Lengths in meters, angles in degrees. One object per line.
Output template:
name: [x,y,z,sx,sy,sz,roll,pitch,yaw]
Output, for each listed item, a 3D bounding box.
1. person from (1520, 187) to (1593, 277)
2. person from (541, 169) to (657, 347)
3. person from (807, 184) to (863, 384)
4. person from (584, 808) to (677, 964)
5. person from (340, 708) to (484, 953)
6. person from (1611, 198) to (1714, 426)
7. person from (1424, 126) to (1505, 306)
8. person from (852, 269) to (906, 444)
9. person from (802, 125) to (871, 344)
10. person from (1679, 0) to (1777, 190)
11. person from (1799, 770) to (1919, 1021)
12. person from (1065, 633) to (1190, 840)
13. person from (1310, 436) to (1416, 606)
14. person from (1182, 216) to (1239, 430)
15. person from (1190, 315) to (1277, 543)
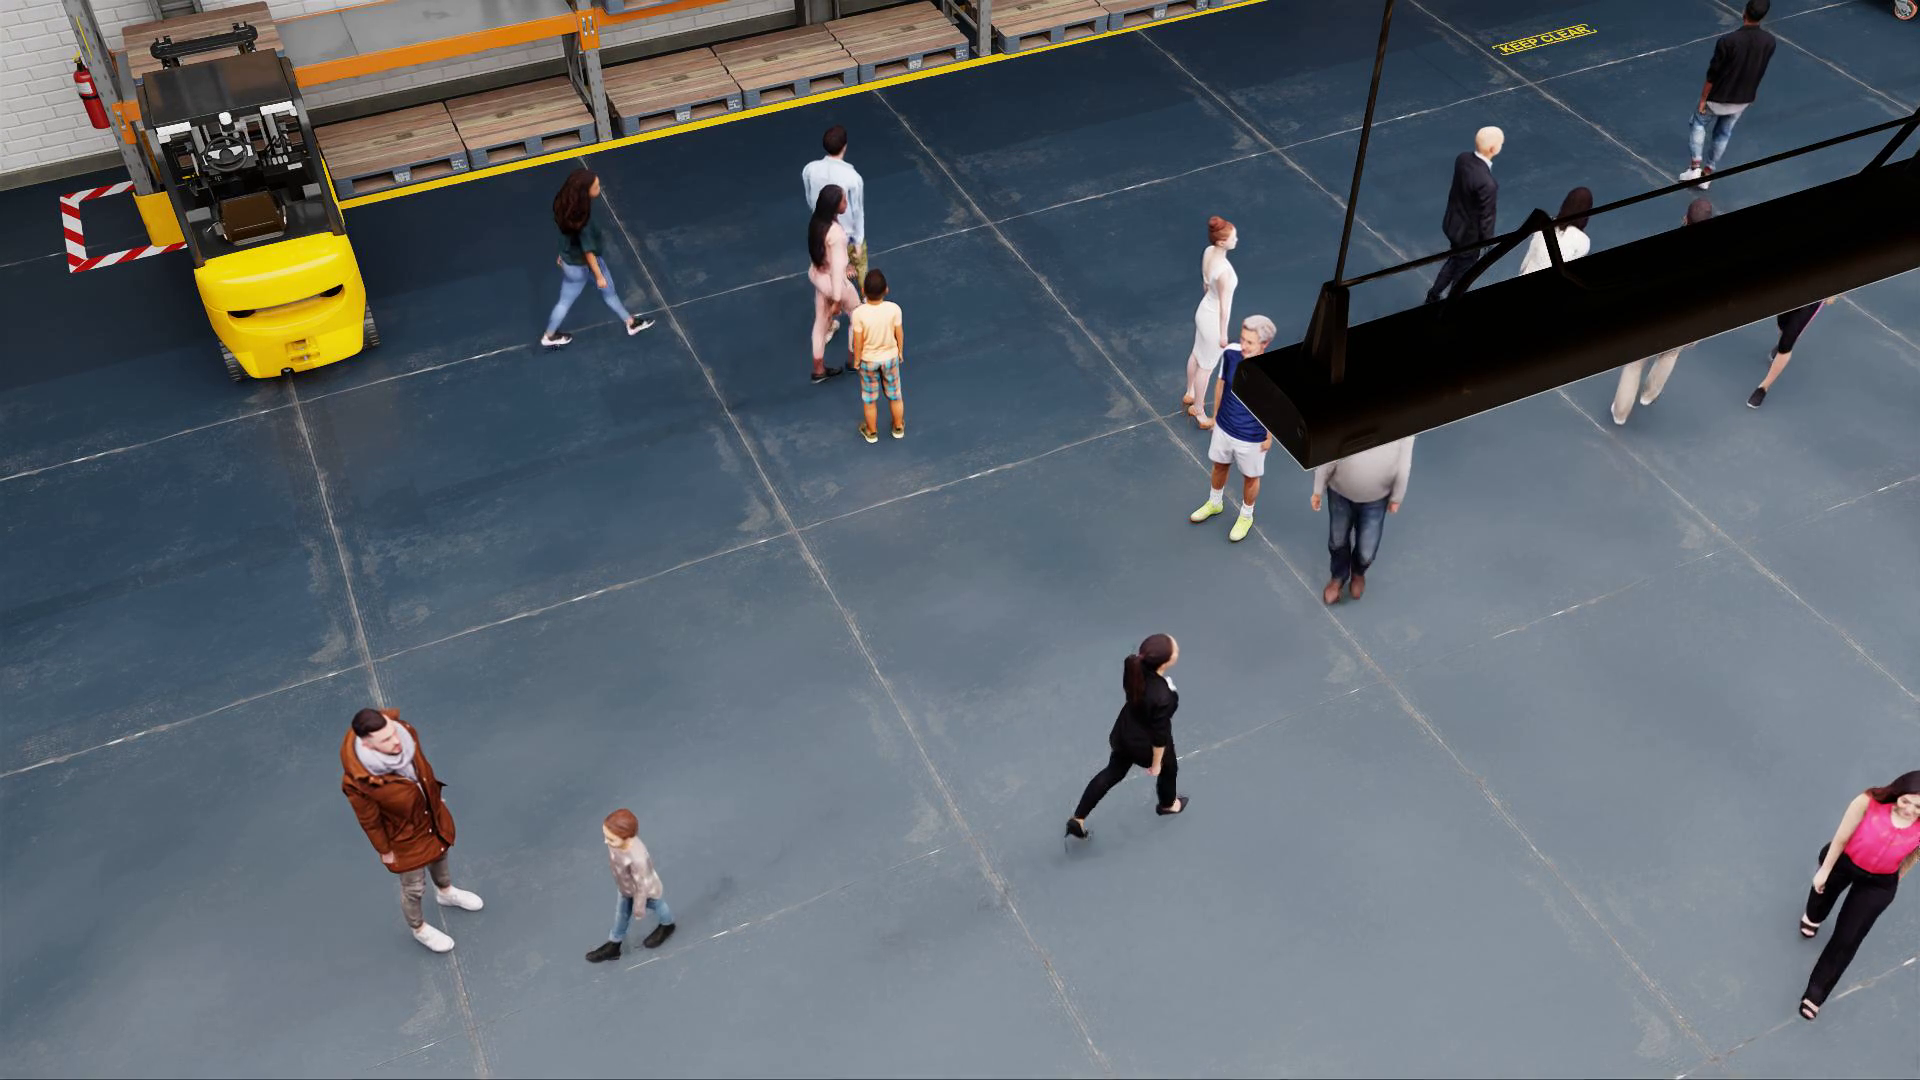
person: [4.428,-1.921,12.672,0.973,1.623,0.836,-30,51,-28]
person: [-3.042,-2.139,12.955,1.179,1.549,0.708,-14,45,-15]
person: [-1.054,-1.904,12.600,0.791,1.698,0.646,-22,48,-21]
person: [-1.710,1.836,9.053,0.809,1.175,0.631,-32,52,-29]
person: [-2.962,1.515,8.911,0.890,1.836,0.837,11,45,12]
person: [5.139,-1.589,12.164,0.948,1.843,1.016,16,46,16]
person: [3.944,-2.430,13.080,0.741,1.797,0.779,-8,44,-8]
person: [-0.593,-1.338,12.178,0.484,1.461,0.627,-9,44,-9]
person: [-0.998,-2.345,13.006,1.123,1.777,1.207,16,46,16]
person: [6.771,-3.870,14.594,0.757,1.795,0.869,2,44,2]
person: [4.780,1.727,8.856,0.961,1.604,1.167,24,49,23]
person: [0.949,1.169,9.428,1.080,1.624,0.672,-23,48,-22]
person: [2.607,-0.367,10.850,0.859,1.886,0.910,15,46,15]
person: [1.836,-1.598,12.210,0.579,1.793,0.629,-6,44,-7]
person: [1.931,-0.788,11.328,0.712,1.838,0.702,29,51,27]
